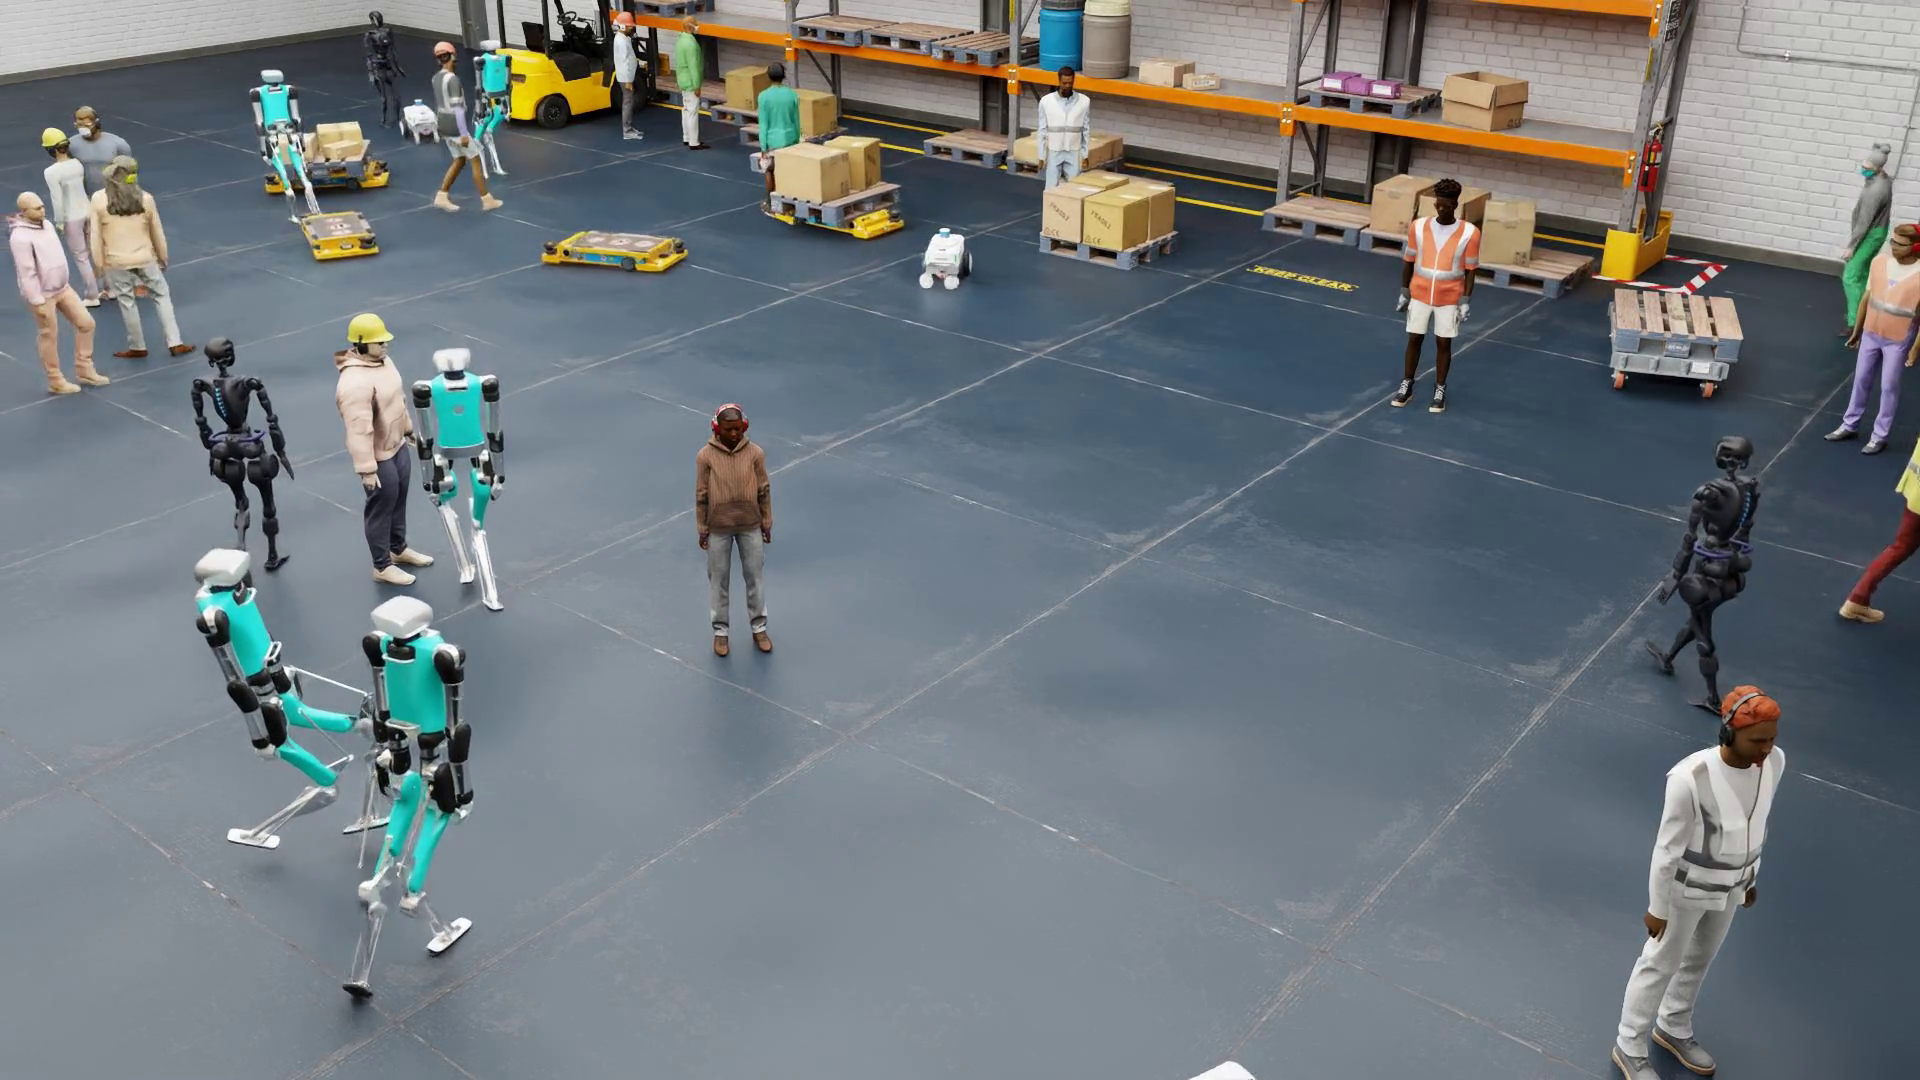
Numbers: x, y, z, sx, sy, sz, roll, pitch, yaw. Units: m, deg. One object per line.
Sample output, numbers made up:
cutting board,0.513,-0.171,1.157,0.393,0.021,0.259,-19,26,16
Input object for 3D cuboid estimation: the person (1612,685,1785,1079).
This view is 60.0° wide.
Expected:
person,3.029,1.418,6.777,0.583,1.882,0.337,-12,28,-23

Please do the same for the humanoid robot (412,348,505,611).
humanoid robot,-3.232,-0.444,10.824,0.552,1.791,0.840,-10,27,-19

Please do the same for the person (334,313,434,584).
person,-3.843,-0.605,11.003,0.432,1.859,0.788,1,26,2

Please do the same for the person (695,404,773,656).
person,-1.371,-0.074,10.140,0.462,1.648,0.327,-6,26,-12

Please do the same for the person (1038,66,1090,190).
person,1.163,-4.371,18.736,0.599,1.912,0.387,-4,26,-8

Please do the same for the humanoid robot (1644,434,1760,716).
humanoid robot,4.315,0.166,9.630,0.589,1.640,0.710,-13,29,-26

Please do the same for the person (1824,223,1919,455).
person,7.282,-1.584,13.040,0.374,1.840,0.567,-13,29,-26

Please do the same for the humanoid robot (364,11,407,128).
humanoid robot,-8.341,-6.814,24.072,0.415,1.640,0.603,15,30,28

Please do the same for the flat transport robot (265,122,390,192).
flat transport robot,-8.028,-4.622,21.143,1.431,0.231,0.659,-5,26,-11

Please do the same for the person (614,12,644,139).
person,-4.671,-6.538,23.419,0.347,1.739,0.571,-5,26,-11

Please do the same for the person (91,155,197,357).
person,-7.411,-2.525,14.988,0.691,1.854,0.483,-16,30,-30

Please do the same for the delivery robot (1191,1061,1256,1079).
delivery robot,1.118,2.361,6.371,0.524,0.612,0.783,-15,30,-29

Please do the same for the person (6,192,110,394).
person,-7.691,-2.087,14.168,0.616,1.761,0.568,4,26,7

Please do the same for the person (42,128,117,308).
person,-8.752,-3.181,16.438,0.328,1.765,0.532,7,27,15

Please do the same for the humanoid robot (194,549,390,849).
humanoid robot,-3.200,0.823,8.162,1.007,1.724,0.549,-3,26,-7

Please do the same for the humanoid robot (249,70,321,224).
humanoid robot,-7.669,-4.429,19.111,0.553,1.809,0.915,-20,32,-35

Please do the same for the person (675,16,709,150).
person,-3.691,-6.258,22.805,0.387,1.778,0.548,-11,28,-21

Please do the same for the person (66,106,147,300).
person,-8.517,-3.359,16.611,0.634,1.936,0.351,-5,26,-9

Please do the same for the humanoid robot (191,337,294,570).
humanoid robot,-4.787,-0.559,11.099,0.584,1.645,0.426,1,26,2

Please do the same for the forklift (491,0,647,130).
forklift,-5.874,-7.334,24.552,1.214,2.155,2.313,19,32,34

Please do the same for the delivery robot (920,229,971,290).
delivery robot,-0.161,-2.951,17.341,0.513,0.584,0.744,2,26,5

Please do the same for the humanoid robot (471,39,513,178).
humanoid robot,-6.056,-5.520,21.308,0.716,1.777,0.531,21,33,37

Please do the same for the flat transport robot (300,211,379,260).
flat transport robot,-6.983,-3.435,18.685,0.659,0.231,1.431,-12,28,-23

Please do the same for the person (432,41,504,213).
person,-5.978,-4.876,19.709,0.809,1.970,0.697,-17,31,-31

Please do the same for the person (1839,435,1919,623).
person,6.076,-0.229,10.361,0.838,1.734,0.480,1,26,2

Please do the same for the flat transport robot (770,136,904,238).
flat transport robot,-1.420,-3.777,19.393,1.431,0.231,0.659,18,31,33

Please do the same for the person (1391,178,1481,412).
person,3.953,-2.034,13.833,0.612,1.964,0.361,12,28,24

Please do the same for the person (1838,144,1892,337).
person,8.563,-2.863,15.717,0.337,1.828,0.674,18,31,32

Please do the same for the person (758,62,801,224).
person,-2.137,-4.660,19.442,0.529,1.816,0.854,-10,27,-19

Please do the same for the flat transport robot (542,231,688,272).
flat transport robot,-3.748,-3.139,18.072,1.431,0.231,0.659,8,27,15

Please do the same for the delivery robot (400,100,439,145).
delivery robot,-7.612,-5.911,23.490,0.499,0.601,0.803,-12,28,-24

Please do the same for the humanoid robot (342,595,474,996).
humanoid robot,-2.551,1.229,7.409,0.556,1.837,0.893,12,28,23
